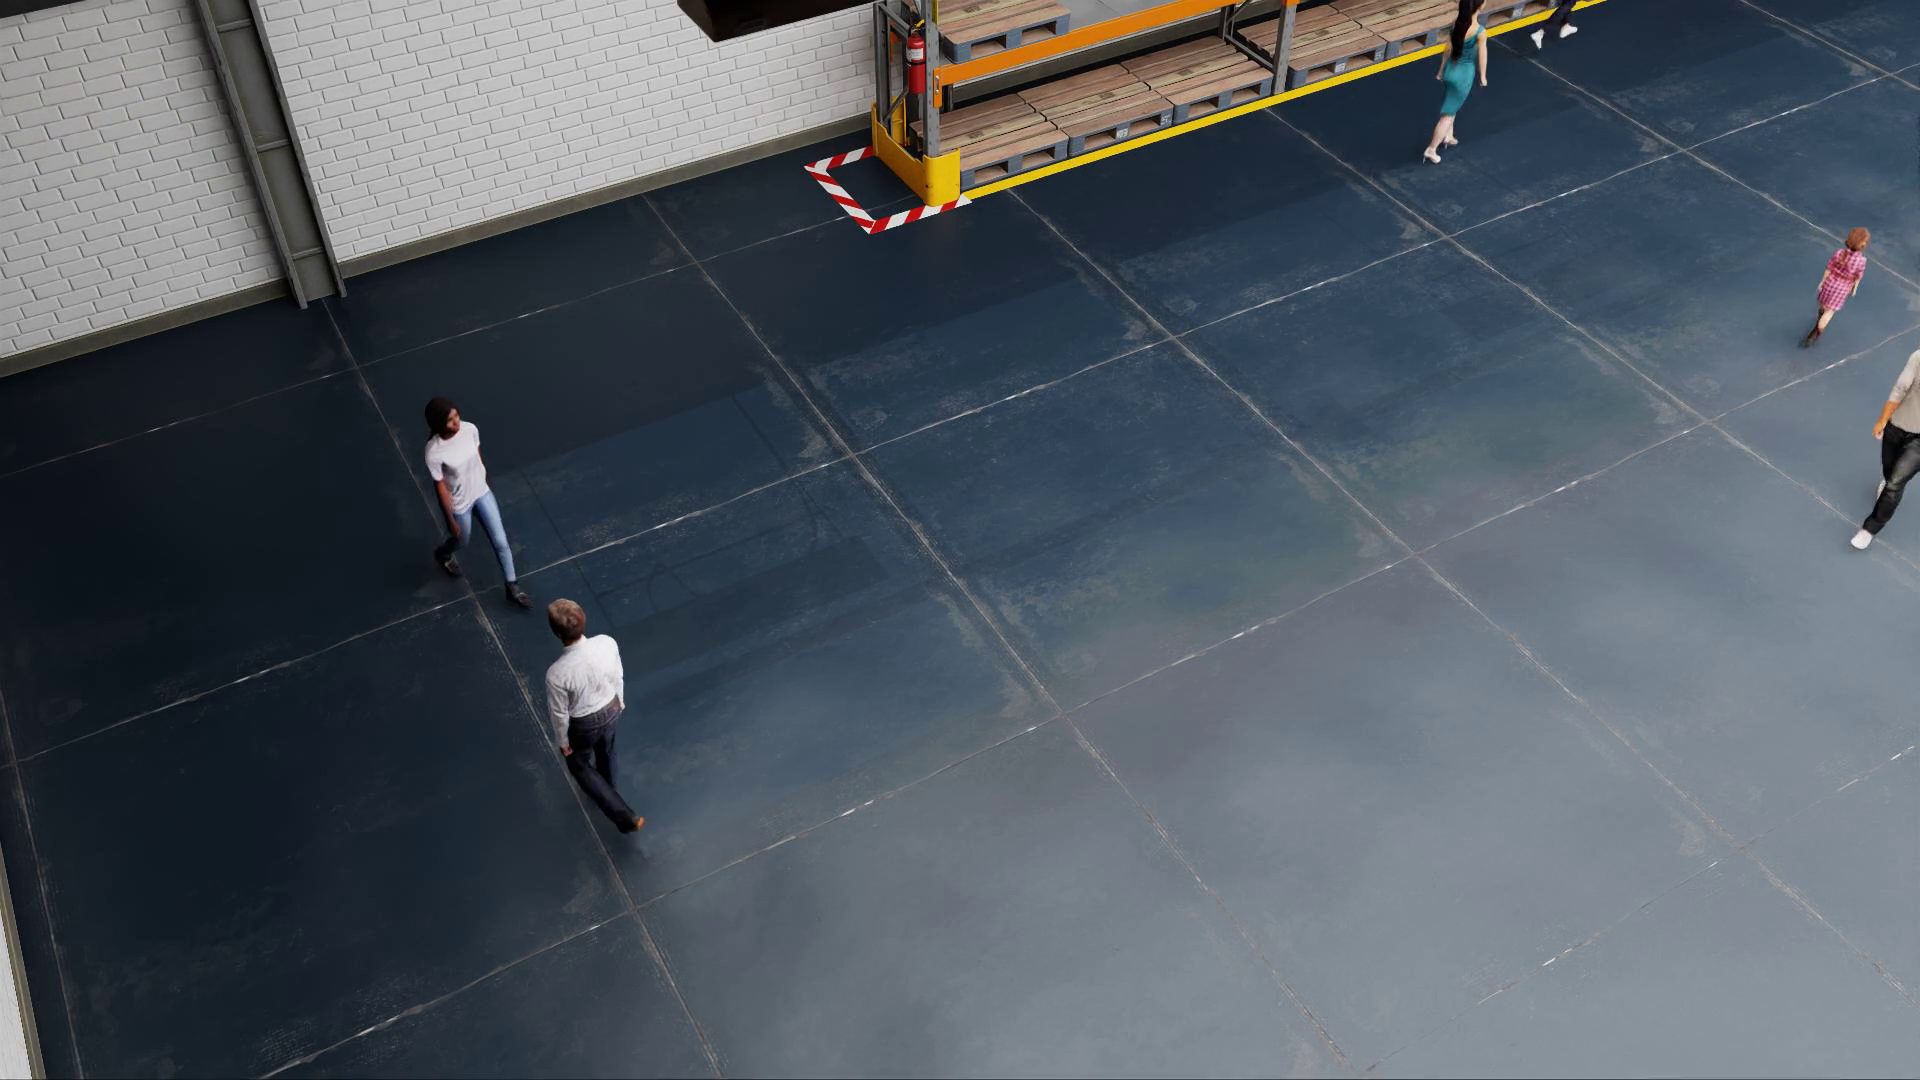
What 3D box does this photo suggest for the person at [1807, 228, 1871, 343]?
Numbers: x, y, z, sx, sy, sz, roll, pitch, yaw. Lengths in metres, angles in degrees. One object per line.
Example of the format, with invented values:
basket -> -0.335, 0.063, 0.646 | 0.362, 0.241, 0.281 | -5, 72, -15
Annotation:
person -> 7.120, -2.057, 13.495 | 0.577, 1.011, 0.790 | 31, 51, 28

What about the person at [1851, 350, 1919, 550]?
person -> 6.714, -0.836, 11.663 | 0.847, 1.769, 1.207 | 32, 52, 29

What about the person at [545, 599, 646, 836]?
person -> -2.119, 1.053, 9.652 | 0.873, 1.808, 0.977 | 34, 53, 31

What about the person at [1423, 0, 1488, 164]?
person -> 4.513, -4.208, 15.277 | 0.739, 1.667, 0.556 | -23, 48, -22

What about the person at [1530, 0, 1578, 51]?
person -> 6.225, -5.812, 16.956 | 1.040, 1.674, 0.602 | -22, 48, -21

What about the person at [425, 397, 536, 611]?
person -> -3.363, -0.271, 11.131 | 0.976, 1.685, 1.126 | 26, 49, 25
